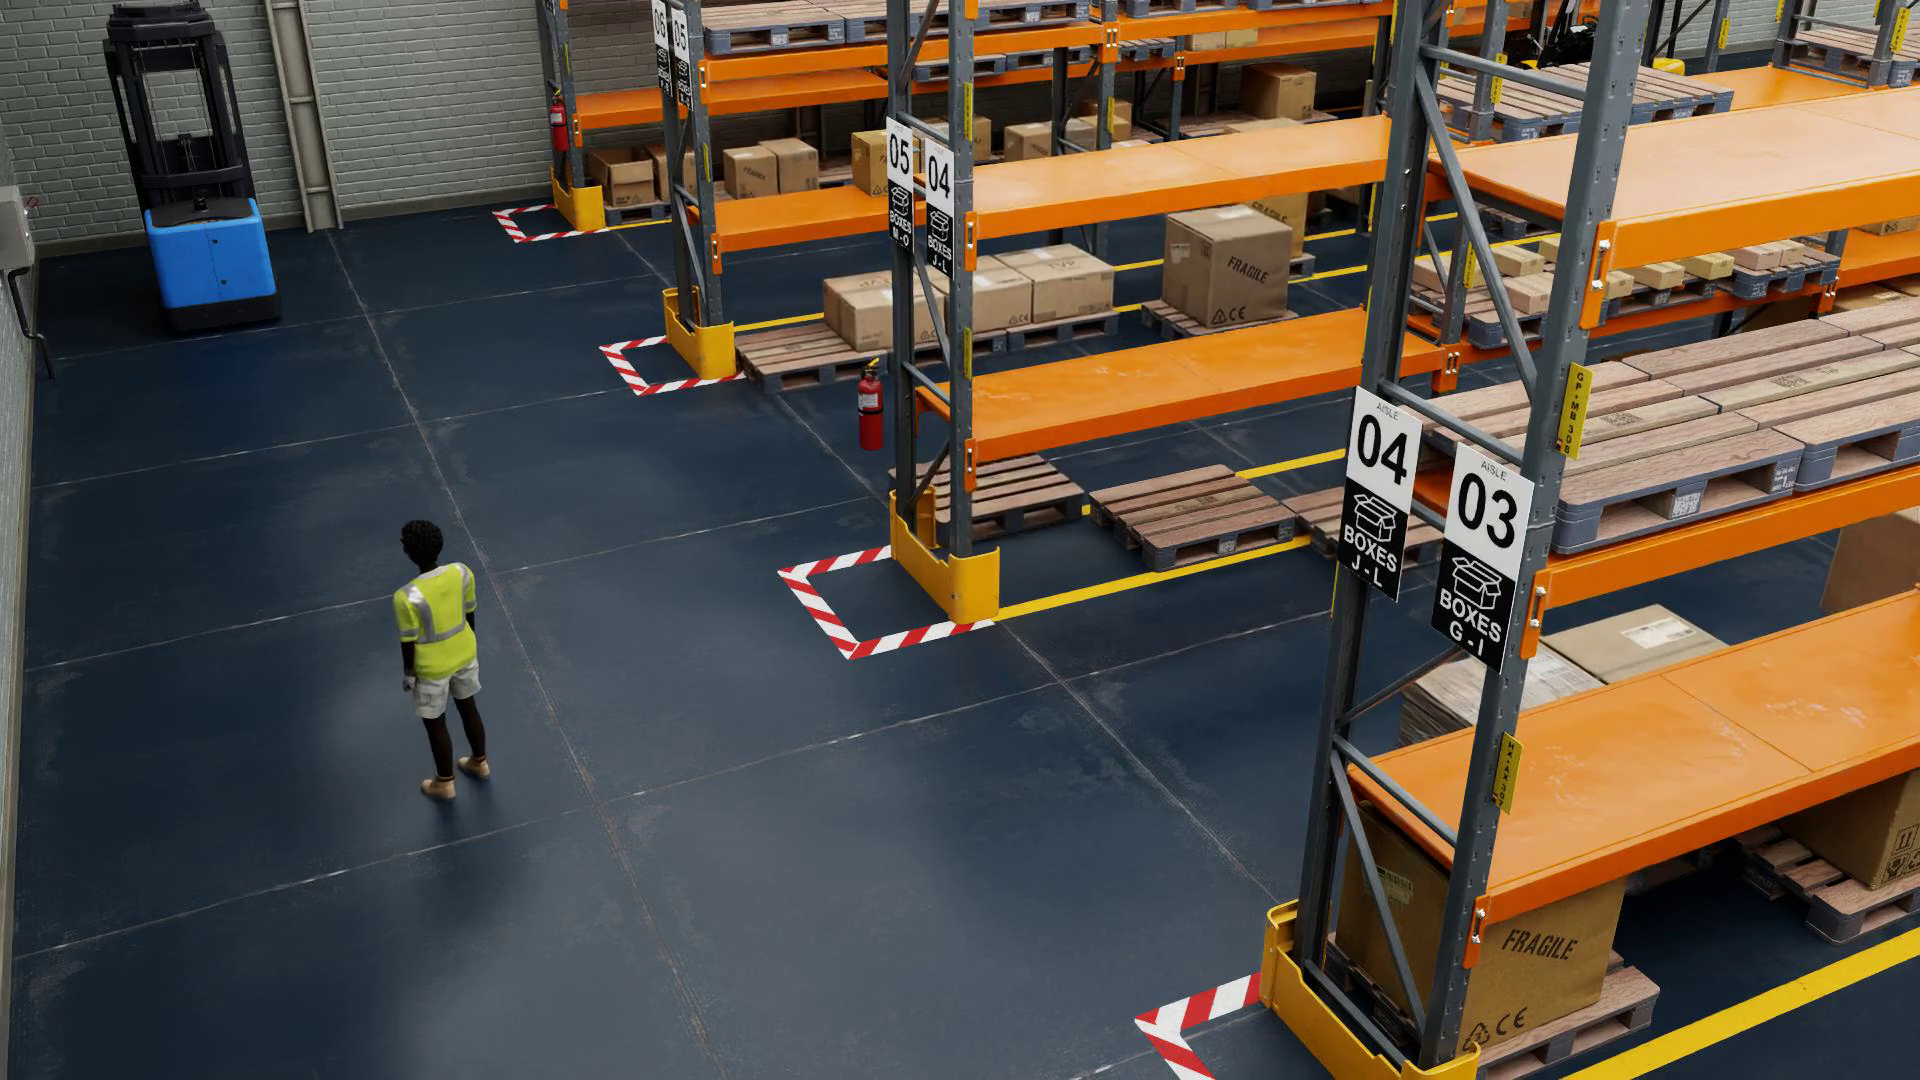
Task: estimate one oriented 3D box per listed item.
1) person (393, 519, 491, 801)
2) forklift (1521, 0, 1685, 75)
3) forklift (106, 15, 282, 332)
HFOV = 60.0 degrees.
[{"bbox_3d":[-2.885,0.665,9.289,0.319,1.687,0.538,16,31,27],"label":"person"},{"bbox_3d":[8.950,-6.807,23.056,1.214,2.155,2.313,-12,30,-22],"label":"forklift"},{"bbox_3d":[-7.548,-3.672,16.323,1.129,2.768,1.873,-12,30,-22],"label":"forklift"}]
